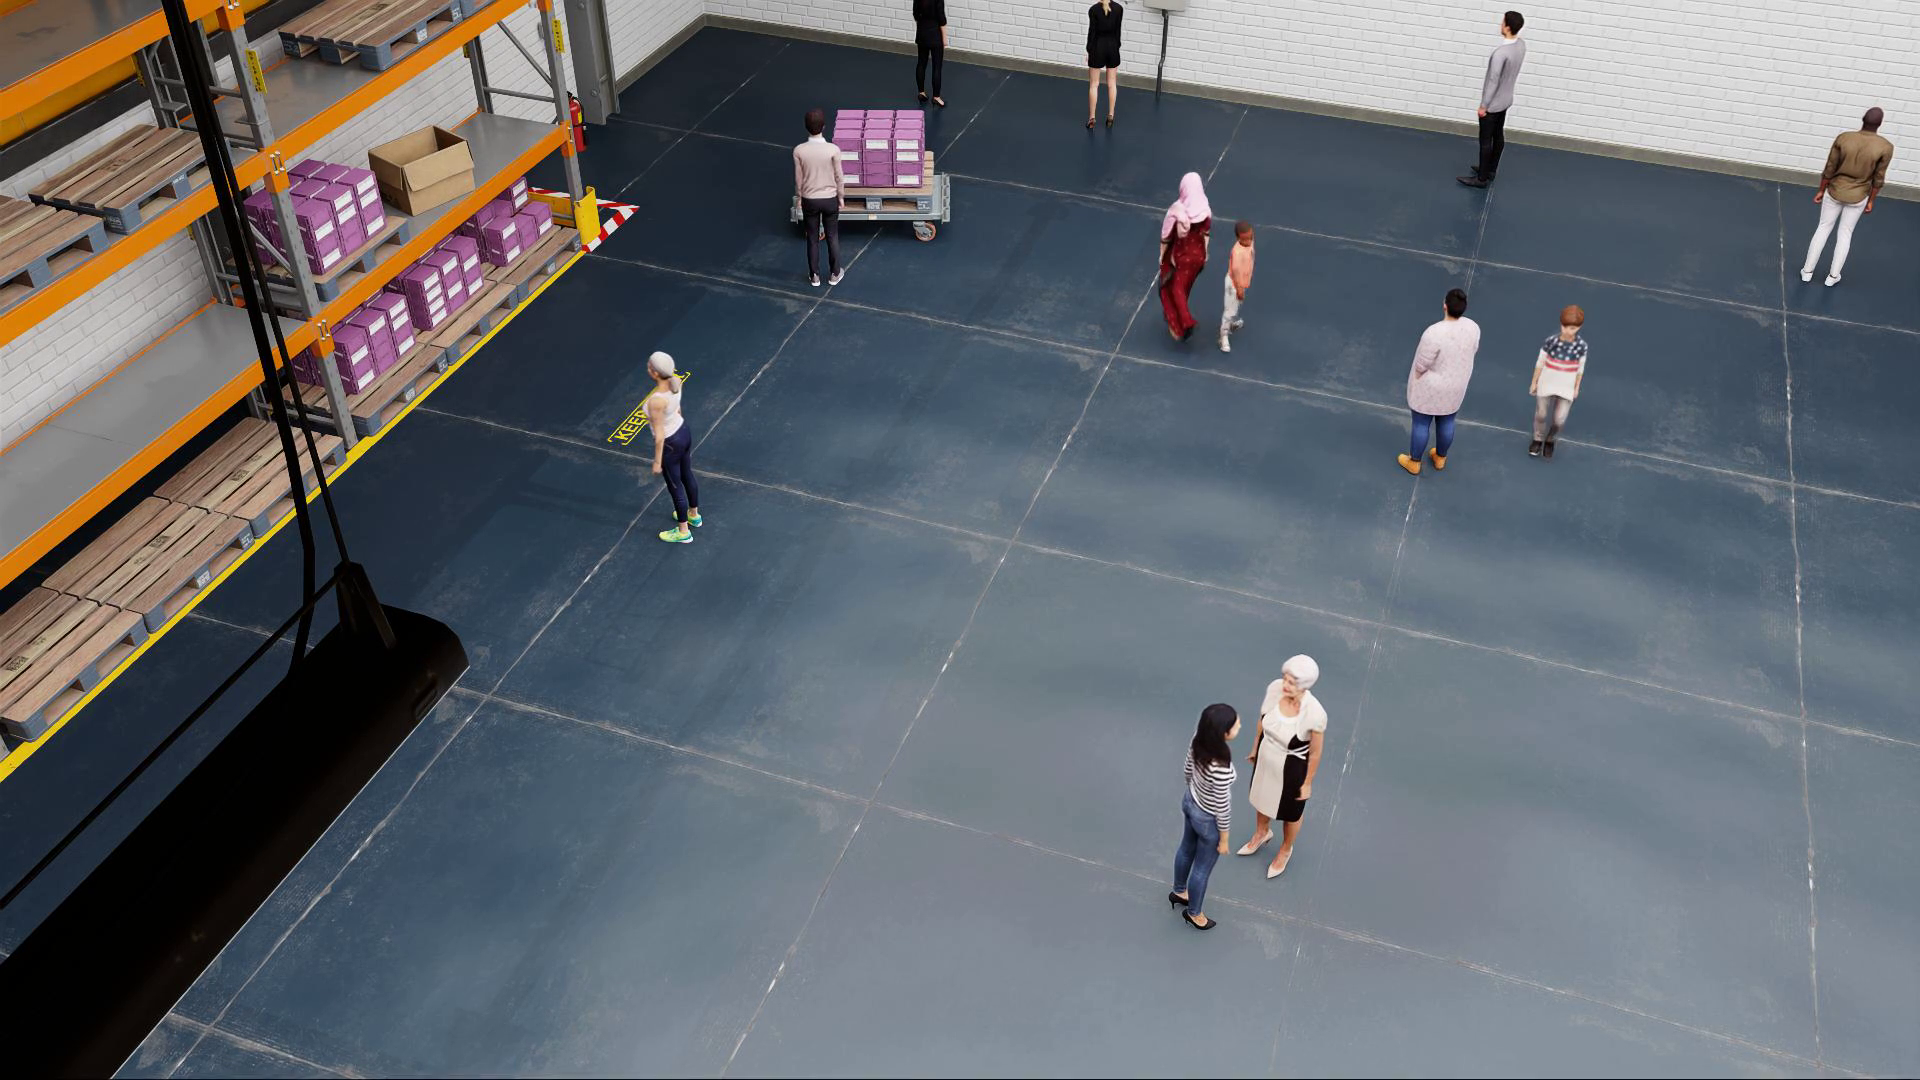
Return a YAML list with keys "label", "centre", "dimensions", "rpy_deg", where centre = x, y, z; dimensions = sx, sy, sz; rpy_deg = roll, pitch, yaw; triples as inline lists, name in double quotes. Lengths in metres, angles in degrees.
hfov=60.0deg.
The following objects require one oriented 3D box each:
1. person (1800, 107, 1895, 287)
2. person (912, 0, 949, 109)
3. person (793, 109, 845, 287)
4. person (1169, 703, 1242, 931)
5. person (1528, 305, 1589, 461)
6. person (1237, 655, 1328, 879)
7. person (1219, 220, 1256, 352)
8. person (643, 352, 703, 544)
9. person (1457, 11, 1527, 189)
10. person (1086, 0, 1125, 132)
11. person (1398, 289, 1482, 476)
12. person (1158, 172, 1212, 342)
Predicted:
- label: "person"
  centre: [8.627, -3.344, 16.190]
  dimensions: [0.761, 1.825, 0.654]
  rpy_deg: [21, 43, 24]
- label: "person"
  centre: [-0.356, -5.914, 19.541]
  dimensions: [0.668, 1.661, 0.651]
  rpy_deg: [26, 45, 28]
- label: "person"
  centre: [-1.364, -3.323, 16.177]
  dimensions: [0.693, 1.809, 0.671]
  rpy_deg: [0, 39, -1]
- label: "person"
  centre: [1.467, 1.652, 9.958]
  dimensions: [0.728, 1.795, 0.638]
  rpy_deg: [-12, 40, -14]
- label: "person"
  centre: [5.043, -1.358, 14.021]
  dimensions: [0.551, 1.429, 0.536]
  rpy_deg: [16, 41, 19]
- label: "person"
  centre: [2.014, 1.395, 10.312]
  dimensions: [0.713, 1.755, 0.716]
  rpy_deg: [-27, 46, -30]
- label: "person"
  centre: [2.578, -2.437, 15.478]
  dimensions: [0.794, 1.297, 0.511]
  rpy_deg: [15, 41, 17]
- label: "person"
  centre: [-2.242, -0.737, 13.025]
  dimensions: [0.662, 1.703, 0.478]
  rpy_deg: [10, 40, 13]
- label: "person"
  centre: [5.766, -4.724, 17.841]
  dimensions: [0.883, 1.922, 0.703]
  rpy_deg: [29, 47, 31]
- label: "person"
  centre: [1.635, -5.552, 19.001]
  dimensions: [0.648, 1.768, 0.675]
  rpy_deg: [-9, 39, -11]
- label: "person"
  centre: [3.966, -1.318, 13.720]
  dimensions: [0.798, 1.743, 0.823]
  rpy_deg: [-9, 39, -11]
- label: "person"
  centre: [2.100, -2.606, 15.435]
  dimensions: [0.938, 1.616, 1.054]
  rpy_deg: [-9, 40, -11]
